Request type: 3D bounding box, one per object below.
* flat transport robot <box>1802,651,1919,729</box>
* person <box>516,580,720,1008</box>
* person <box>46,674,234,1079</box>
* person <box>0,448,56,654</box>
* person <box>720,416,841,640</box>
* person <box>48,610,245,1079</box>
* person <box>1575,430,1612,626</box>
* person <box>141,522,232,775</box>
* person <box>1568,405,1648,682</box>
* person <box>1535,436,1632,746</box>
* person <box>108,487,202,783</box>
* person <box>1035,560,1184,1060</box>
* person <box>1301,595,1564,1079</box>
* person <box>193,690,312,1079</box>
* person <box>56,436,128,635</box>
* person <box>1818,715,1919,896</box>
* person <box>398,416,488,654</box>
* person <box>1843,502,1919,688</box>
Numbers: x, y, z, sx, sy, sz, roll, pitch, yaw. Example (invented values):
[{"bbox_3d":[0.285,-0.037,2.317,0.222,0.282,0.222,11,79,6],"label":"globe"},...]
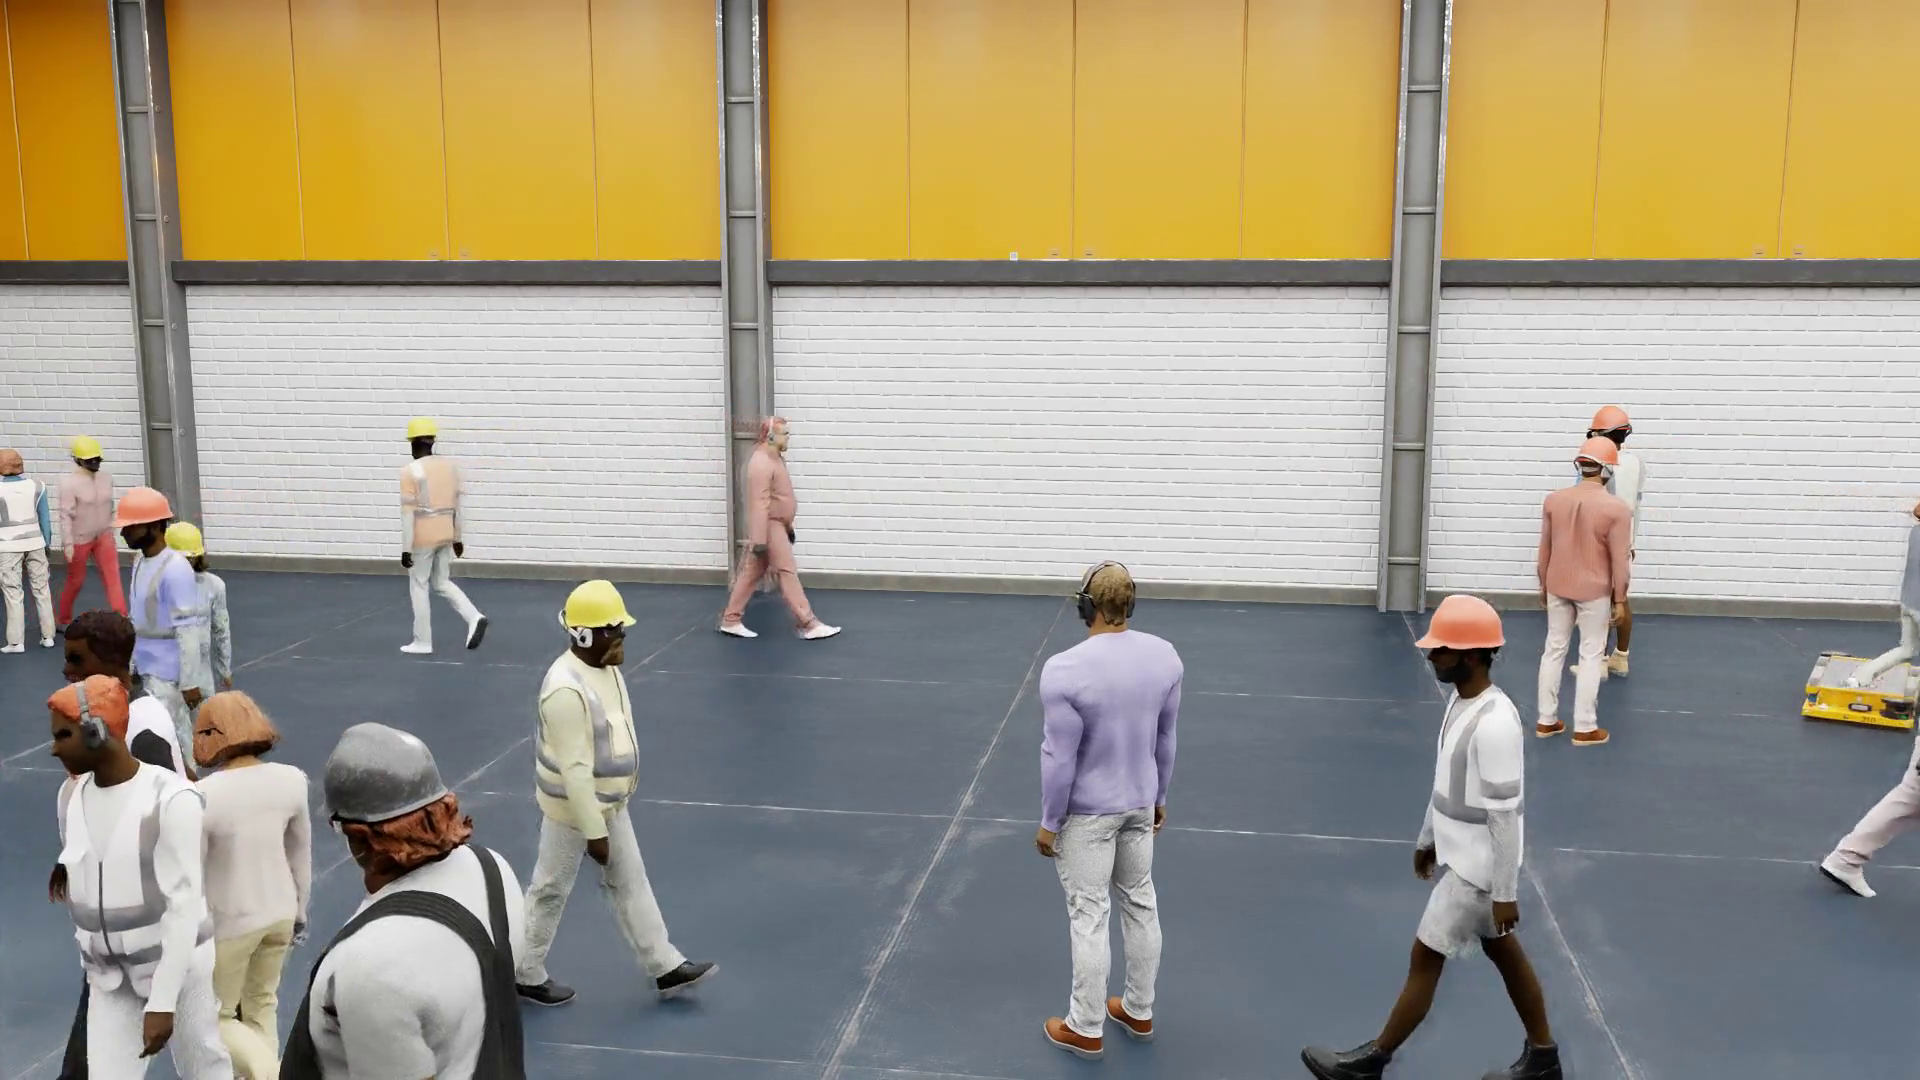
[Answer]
[{"bbox_3d":[6.310,1.028,11.601,0.652,0.197,1.431,6,11,31],"label":"flat transport robot"},{"bbox_3d":[-1.462,1.052,6.754,0.906,1.791,0.621,1,9,8],"label":"person"},{"bbox_3d":[-2.496,1.317,4.993,0.561,1.832,0.882,2,9,10],"label":"person"},{"bbox_3d":[-7.462,0.088,13.190,0.310,1.639,0.514,7,11,36],"label":"person"},{"bbox_3d":[-1.518,-0.089,13.627,1.018,1.853,0.659,-1,9,-3],"label":"person"},{"bbox_3d":[-2.961,1.160,5.877,0.987,1.865,0.601,-7,11,-35],"label":"person"},{"bbox_3d":[5.419,-0.102,14.179,0.536,1.696,0.322,-7,11,-35],"label":"person"},{"bbox_3d":[-4.314,0.712,9.176,0.706,1.705,0.496,9,13,44],"label":"person"},{"bbox_3d":[4.784,0.022,12.352,0.615,2.041,0.391,-6,11,-31],"label":"person"},{"bbox_3d":[4.019,0.321,10.705,0.430,1.984,0.626,-8,12,-40],"label":"person"},{"bbox_3d":[-4.195,0.672,8.711,0.386,1.921,0.559,-7,12,-39],"label":"person"},{"bbox_3d":[0.561,1.034,6.433,0.632,1.940,0.372,-6,11,-32],"label":"person"},{"bbox_3d":[1.783,1.128,6.027,1.002,1.879,0.572,1,9,8],"label":"person"},{"bbox_3d":[-2.371,1.323,5.637,0.540,1.608,0.547,6,11,31],"label":"person"},{"bbox_3d":[-7.111,-0.011,13.602,0.913,1.697,0.581,4,10,24],"label":"person"},{"bbox_3d":[4.576,0.876,7.706,0.989,1.851,0.660,6,11,32],"label":"person"},{"bbox_3d":[-4.101,-0.020,13.079,0.684,1.906,0.595,5,10,26],"label":"person"},{"bbox_3d":[6.337,0.447,11.065,0.664,1.605,0.509,1,9,8],"label":"person"}]
